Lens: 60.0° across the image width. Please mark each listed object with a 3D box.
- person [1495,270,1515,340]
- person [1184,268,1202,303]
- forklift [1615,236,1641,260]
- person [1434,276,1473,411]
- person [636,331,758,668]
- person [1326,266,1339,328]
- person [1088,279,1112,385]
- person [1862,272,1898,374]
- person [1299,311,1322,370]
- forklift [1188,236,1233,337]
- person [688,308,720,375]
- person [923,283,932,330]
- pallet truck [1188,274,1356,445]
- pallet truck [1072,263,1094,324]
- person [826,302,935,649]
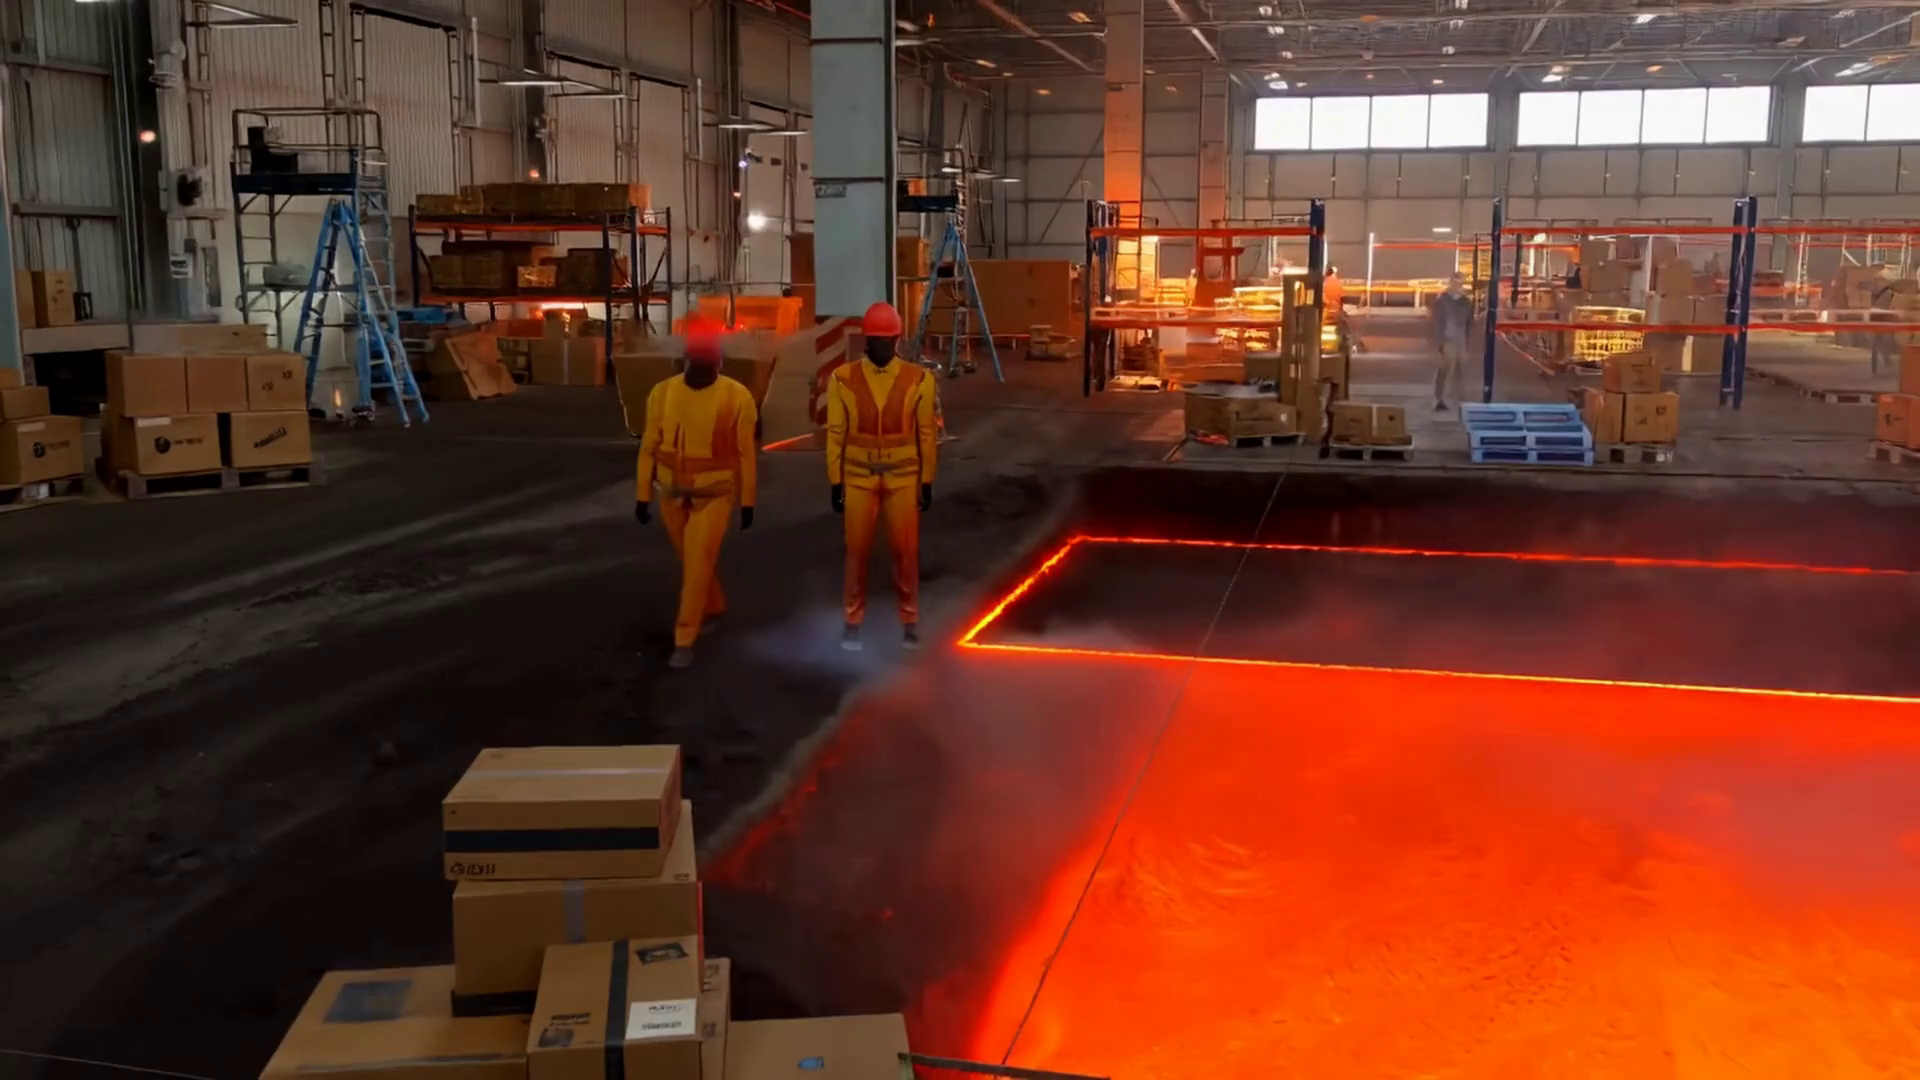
[{"bbox_3d":[14.316,-6.200,43.945,0.972,1.861,0.561,-5,11,-28],"label":"person"},{"bbox_3d":[7.590,-7.929,54.191,0.577,1.840,0.972,-4,10,-21],"label":"person"},{"bbox_3d":[20.459,-7.936,51.133,1.129,2.768,1.873,-7,12,-34],"label":"forklift"},{"bbox_3d":[6.990,-2.757,23.484,0.634,1.914,0.755,-2,10,-13],"label":"person"},{"bbox_3d":[-1.424,-0.257,9.154,0.648,1.793,0.953,2,10,13],"label":"person"},{"bbox_3d":[11.470,-7.510,51.467,0.602,1.923,0.628,0,10,2],"label":"person"},{"bbox_3d":[2.490,-3.565,28.596,0.689,1.817,0.543,-5,11,-26],"label":"person"},{"bbox_3d":[17.135,-4.025,30.976,0.441,1.898,0.627,-5,11,-27],"label":"person"},{"bbox_3d":[6.766,-4.124,32.044,0.484,1.739,0.320,-3,10,-19],"label":"person"},{"bbox_3d":[6.974,-7.012,45.692,1.129,2.768,1.873,-1,10,-3],"label":"forklift"},{"bbox_3d":[-2.674,-1.495,16.782,0.762,1.666,0.545,-7,12,-35],"label":"person"},{"bbox_3d":[-0.860,-7.344,50.452,0.544,1.929,0.386,-7,12,-37],"label":"person"},{"bbox_3d":[3.653,-2.138,19.590,1.885,1.965,0.823,-4,10,-20],"label":"pallet truck"},{"bbox_3d":[4.325,-8.180,55.162,0.823,1.965,1.885,6,11,31],"label":"pallet truck"},{"bbox_3d":[-0.438,-0.344,9.219,0.603,1.938,0.425,-1,10,-3],"label":"person"}]
